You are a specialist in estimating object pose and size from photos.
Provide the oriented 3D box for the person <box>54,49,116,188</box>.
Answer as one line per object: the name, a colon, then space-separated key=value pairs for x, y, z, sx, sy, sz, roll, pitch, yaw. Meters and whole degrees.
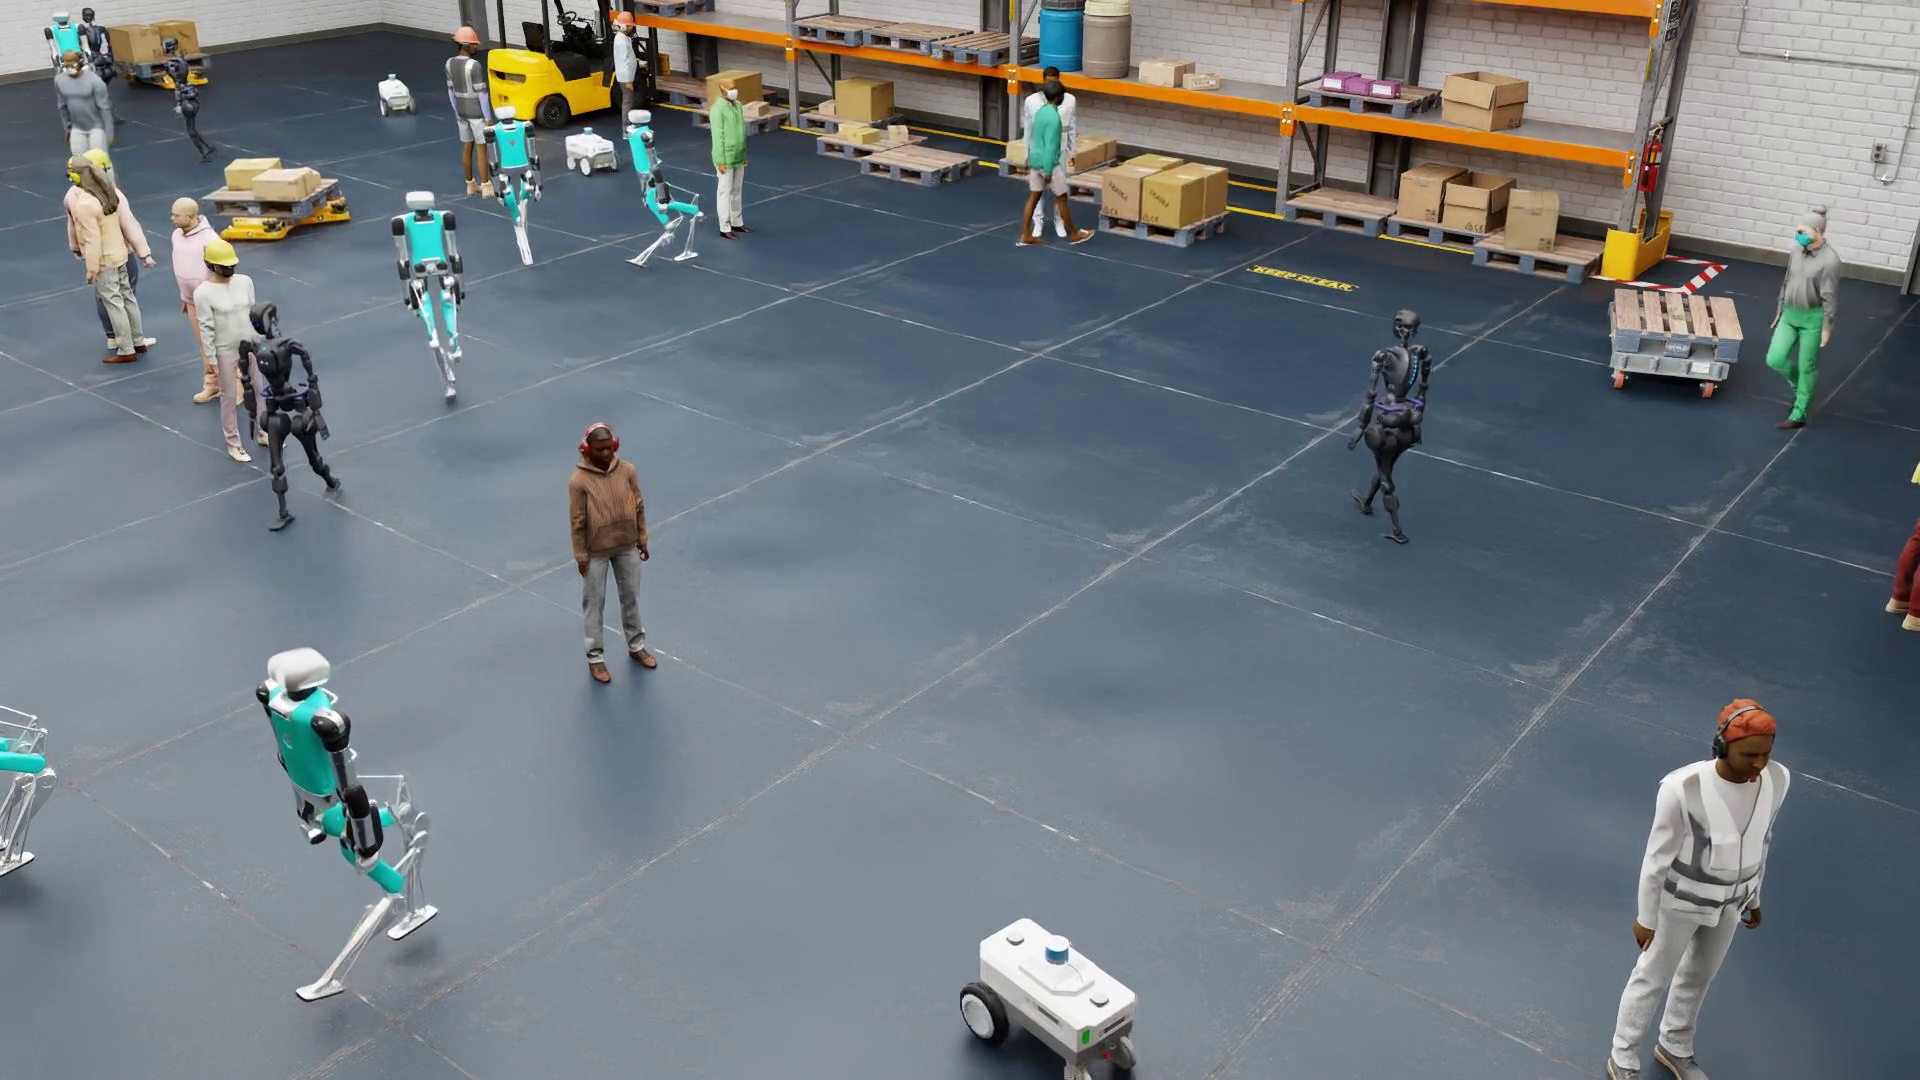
person: x=-10.345 y=-4.885 z=19.804 sx=0.667 sy=1.909 sz=0.516 roll=2 pitch=26 yaw=5

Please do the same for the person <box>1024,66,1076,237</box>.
person: x=1.008 y=-4.377 z=18.757 sx=0.594 sy=1.909 sz=0.410 roll=-2 pitch=26 yaw=-5

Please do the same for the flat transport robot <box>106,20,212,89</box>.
flat transport robot: x=-13.103 y=-7.645 z=27.402 sx=1.431 sy=0.231 sz=0.659 roll=18 pitch=31 yaw=33

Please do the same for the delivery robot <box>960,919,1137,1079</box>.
delivery robot: x=0.397 y=1.973 z=7.178 sx=0.499 sy=0.614 sz=0.815 roll=-21 pitch=33 yaw=-36

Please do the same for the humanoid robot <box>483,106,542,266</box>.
humanoid robot: x=-4.790 y=-3.813 z=17.833 sx=0.558 sy=1.758 sz=1.062 roll=-11 pitch=28 yaw=-21

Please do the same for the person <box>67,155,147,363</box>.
person: x=-7.657 y=-2.516 z=14.938 sx=0.405 sy=1.876 sz=0.555 roll=0 pitch=26 yaw=-1

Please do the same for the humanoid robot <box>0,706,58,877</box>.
humanoid robot: x=-4.724 y=0.836 z=7.996 sx=0.735 sy=1.677 sz=0.533 roll=-21 pitch=33 yaw=-37

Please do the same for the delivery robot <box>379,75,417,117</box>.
delivery robot: x=-8.553 y=-6.726 z=25.181 sx=0.499 sy=0.603 sz=0.807 roll=-12 pitch=28 yaw=-24

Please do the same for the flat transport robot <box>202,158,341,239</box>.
flat transport robot: x=-7.984 y=-3.787 z=19.414 sx=0.659 sy=0.231 sz=1.431 roll=2 pitch=26 yaw=4

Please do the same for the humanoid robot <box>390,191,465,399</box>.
humanoid robot: x=-4.414 y=-2.010 z=14.087 sx=0.536 sy=1.764 sz=0.990 roll=-11 pitch=28 yaw=-22

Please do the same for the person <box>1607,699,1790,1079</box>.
person: x=2.976 y=1.461 z=6.689 sx=0.583 sy=1.882 sz=0.337 roll=-7 pitch=27 yaw=-14

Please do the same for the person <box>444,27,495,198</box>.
person: x=-5.953 y=-5.223 z=20.359 sx=0.604 sy=2.036 sz=0.389 roll=16 pitch=30 yaw=30

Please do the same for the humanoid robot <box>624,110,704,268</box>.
humanoid robot: x=-3.090 y=-3.663 z=17.468 sx=1.029 sy=1.727 sz=0.545 roll=-16 pitch=30 yaw=-30

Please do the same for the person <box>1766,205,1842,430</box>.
person: x=6.926 y=-1.823 z=13.543 sx=0.482 sy=1.833 sz=0.602 roll=-11 pitch=28 yaw=-21

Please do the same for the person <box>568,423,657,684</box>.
person: x=-2.080 y=0.056 z=9.873 sx=0.458 sy=1.644 sz=0.313 roll=-16 pitch=30 yaw=-30

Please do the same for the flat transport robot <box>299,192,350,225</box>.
flat transport robot: x=-7.779 y=-4.063 z=19.985 sx=0.659 sy=0.231 sz=1.431 roll=-12 pitch=28 yaw=-23

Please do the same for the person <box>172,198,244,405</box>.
person: x=-6.314 y=-2.009 z=13.991 sx=0.523 sy=1.782 sz=0.407 roll=9 pitch=27 yaw=19

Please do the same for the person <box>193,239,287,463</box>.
person: x=-5.611 y=-1.475 z=12.912 sx=0.333 sy=1.759 sz=0.526 roll=15 pitch=30 yaw=28

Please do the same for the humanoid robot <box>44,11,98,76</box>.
humanoid robot: x=-12.310 y=-6.429 z=23.215 sx=0.552 sy=1.780 sz=0.902 roll=-14 pitch=29 yaw=-27

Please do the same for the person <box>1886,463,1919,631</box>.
person: x=6.171 y=-0.274 z=10.411 sx=0.358 sy=1.769 sz=0.477 roll=2 pitch=26 yaw=5

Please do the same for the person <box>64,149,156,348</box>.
person: x=-7.779 y=-2.628 z=15.196 sx=0.813 sy=1.854 sz=0.433 roll=5 pitch=26 yaw=11

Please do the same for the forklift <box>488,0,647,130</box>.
forklift: x=-5.874 y=-7.334 z=24.552 sx=1.214 sy=2.155 sz=2.313 roll=19 pitch=32 yaw=34

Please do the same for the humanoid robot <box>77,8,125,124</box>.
humanoid robot: x=-12.689 y=-6.964 z=24.421 sx=0.770 sy=1.628 sz=0.593 roll=13 pitch=29 yaw=26

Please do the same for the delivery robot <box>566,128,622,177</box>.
delivery robot: x=-4.837 y=-5.092 z=21.771 sx=0.499 sy=0.580 sz=0.776 roll=-23 pitch=34 yaw=-39

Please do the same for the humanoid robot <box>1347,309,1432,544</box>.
humanoid robot: x=3.014 y=-0.839 z=11.738 sx=0.608 sy=1.627 sz=0.754 roll=-13 pitch=29 yaw=-25

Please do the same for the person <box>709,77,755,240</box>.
person: x=-2.588 y=-4.308 z=18.752 sx=0.383 sy=1.784 sz=0.539 roll=12 pitch=28 yaw=23

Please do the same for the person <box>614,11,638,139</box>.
person: x=-4.670 y=-6.539 z=23.422 sx=0.350 sy=1.739 sz=0.568 roll=-5 pitch=26 yaw=-11

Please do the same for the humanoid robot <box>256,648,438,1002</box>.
humanoid robot: x=-2.654 y=1.196 z=7.404 sx=0.542 sy=1.729 sz=1.024 roll=18 pitch=31 yaw=33

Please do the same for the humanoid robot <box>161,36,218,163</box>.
humanoid robot: x=-10.227 y=-5.829 z=22.033 sx=0.389 sy=1.645 sz=0.595 roll=-6 pitch=26 yaw=-11

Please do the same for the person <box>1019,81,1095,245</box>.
person: x=1.063 y=-4.168 z=18.436 sx=0.900 sy=1.804 sz=0.496 roll=-10 pitch=28 yaw=-20

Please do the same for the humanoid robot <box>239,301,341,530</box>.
humanoid robot: x=-4.825 y=-0.935 z=11.964 sx=0.610 sy=1.646 sz=0.780 roll=3 pitch=26 yaw=5
